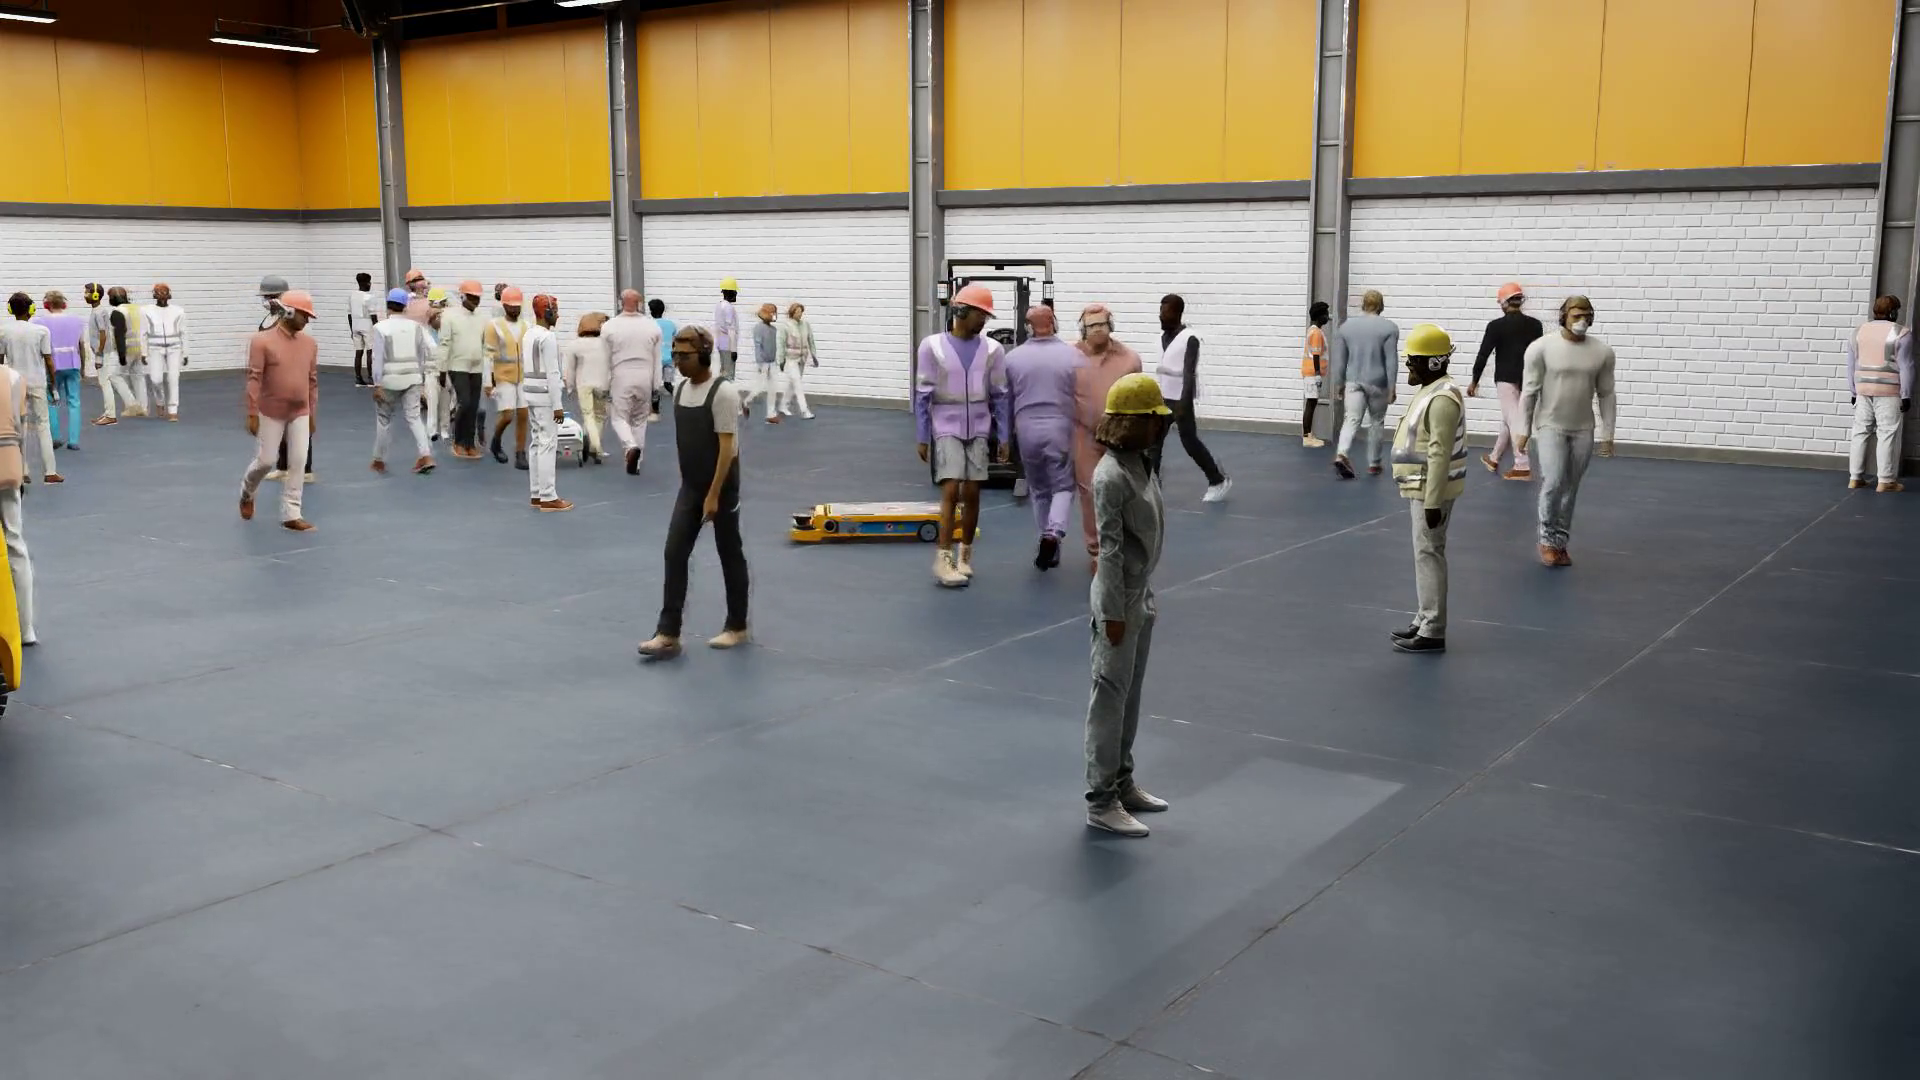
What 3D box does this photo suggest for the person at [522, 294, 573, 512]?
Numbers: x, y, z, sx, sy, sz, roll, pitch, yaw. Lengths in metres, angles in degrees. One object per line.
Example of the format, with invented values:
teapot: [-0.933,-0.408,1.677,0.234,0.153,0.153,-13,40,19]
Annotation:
person: [-3.603,-1.186,14.421,0.349,1.879,0.579,-6,11,-32]

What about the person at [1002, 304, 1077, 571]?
person: [0.590,-0.693,11.529,0.677,1.868,0.774,2,10,14]

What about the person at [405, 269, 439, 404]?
person: [-8.129,-3.039,24.994,0.410,2.030,0.609,5,11,30]

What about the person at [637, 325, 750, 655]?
person: [-1.454,-0.250,9.056,0.508,1.809,0.845,6,11,34]

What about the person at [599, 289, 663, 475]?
person: [-3.272,-1.560,16.629,0.639,1.886,0.674,-4,10,-24]

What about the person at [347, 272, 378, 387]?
person: [-10.221,-3.604,28.551,0.609,1.963,0.367,4,10,24]

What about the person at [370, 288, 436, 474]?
person: [-5.703,-1.619,16.960,0.934,1.898,0.620,9,13,42]

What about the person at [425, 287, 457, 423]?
person: [-6.864,-2.432,22.031,0.426,1.818,0.600,0,10,0]

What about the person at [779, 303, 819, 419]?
person: [-2.277,-2.477,22.959,0.507,1.588,0.891,-9,13,-44]

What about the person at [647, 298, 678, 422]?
person: [-3.935,-2.387,22.182,0.619,1.669,0.568,9,13,44]

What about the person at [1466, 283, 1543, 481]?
person: [5.448,-1.586,16.603,0.645,1.926,1.020,-3,10,-18]

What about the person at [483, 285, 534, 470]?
person: [-4.655,-1.673,17.214,0.557,1.914,0.575,-9,13,-42]

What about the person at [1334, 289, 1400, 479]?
person: [4.019,-1.553,16.569,0.649,1.898,0.921,6,11,31]

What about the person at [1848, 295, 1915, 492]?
person: [8.663,-1.376,15.644,0.429,1.846,0.626,-5,11,-27]

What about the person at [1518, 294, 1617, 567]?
person: [4.284,-0.749,11.670,0.655,1.921,0.562,0,10,-2]

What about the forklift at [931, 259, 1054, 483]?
forklift: [0.370,-1.738,16.759,1.214,2.155,2.313,1,10,3]

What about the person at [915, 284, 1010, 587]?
person: [0.055,-0.692,11.120,0.633,2.003,0.769,-3,10,-17]

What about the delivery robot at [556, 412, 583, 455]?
delivery robot: [-4.191,-1.116,17.647,0.477,0.478,0.707,-3,10,-15]

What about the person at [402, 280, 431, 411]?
person: [-7.726,-2.793,23.955,0.649,1.887,0.429,4,10,22]

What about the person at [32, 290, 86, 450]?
person: [-10.309,-1.940,19.056,0.571,1.820,0.644,-9,13,-42]

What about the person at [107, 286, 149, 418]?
person: [-11.441,-2.573,22.850,0.454,1.818,0.643,1,10,5]

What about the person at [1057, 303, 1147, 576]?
person: [0.960,-0.703,11.520,0.656,1.881,0.654,-2,10,-12]

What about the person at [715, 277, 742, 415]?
person: [-3.253,-2.721,23.402,0.365,1.928,0.586,-4,10,-24]

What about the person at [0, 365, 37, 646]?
person: [-5.503,-0.340,9.308,0.685,1.904,0.606,6,11,31]

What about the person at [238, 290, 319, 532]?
person: [-5.508,-1.041,13.410,0.805,1.941,0.656,7,12,35]

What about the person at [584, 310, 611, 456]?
person: [-3.971,-1.696,18.198,0.373,1.620,0.593,-1,10,-7]

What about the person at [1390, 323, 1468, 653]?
person: [2.586,-0.283,9.208,0.403,1.825,0.597,2,10,11]

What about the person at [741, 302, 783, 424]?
person: [-2.623,-2.345,22.076,0.546,1.611,0.513,6,11,30]

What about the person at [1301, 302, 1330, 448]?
person: [4.127,-1.918,19.334,0.320,1.694,0.532,2,10,11]

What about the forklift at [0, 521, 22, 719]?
forklift: [-5.296,-0.090,6.943,1.214,2.155,2.313,7,12,35]

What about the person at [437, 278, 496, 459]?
person: [-5.315,-1.843,18.043,0.525,1.972,0.645,7,12,37]

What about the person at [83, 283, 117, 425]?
person: [-11.378,-2.452,21.974,0.328,1.873,0.513,-5,11,-28]

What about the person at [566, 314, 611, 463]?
person: [-3.957,-1.637,17.920,0.504,1.599,0.827,-5,11,-26]

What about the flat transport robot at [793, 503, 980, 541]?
flat transport robot: [-0.588,-0.153,13.034,1.431,0.197,0.652,-1,10,-5]

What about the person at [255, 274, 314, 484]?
person: [-6.612,-1.562,16.166,0.688,2.000,0.536,9,13,43]

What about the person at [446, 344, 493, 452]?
person: [-5.526,-1.779,18.703,0.536,1.611,0.443,-3,10,-19]

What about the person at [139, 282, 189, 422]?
person: [-10.694,-2.523,22.382,0.600,1.873,0.424,-6,11,-30]

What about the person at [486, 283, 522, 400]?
person: [-7.119,-3.035,25.608,0.848,1.811,0.654,2,10,14]

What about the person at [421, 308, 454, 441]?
person: [-6.239,-1.972,19.952,0.505,1.592,0.844,-4,10,-23]

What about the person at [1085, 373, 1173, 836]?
person: [0.654,0.236,6.344,0.295,1.743,0.493,4,10,21]

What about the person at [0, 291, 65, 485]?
person: [-8.987,-1.455,16.047,0.537,1.866,0.314,-3,10,-15]

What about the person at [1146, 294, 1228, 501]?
person: [1.972,-1.248,14.806,0.947,1.886,0.595,-5,11,-29]
